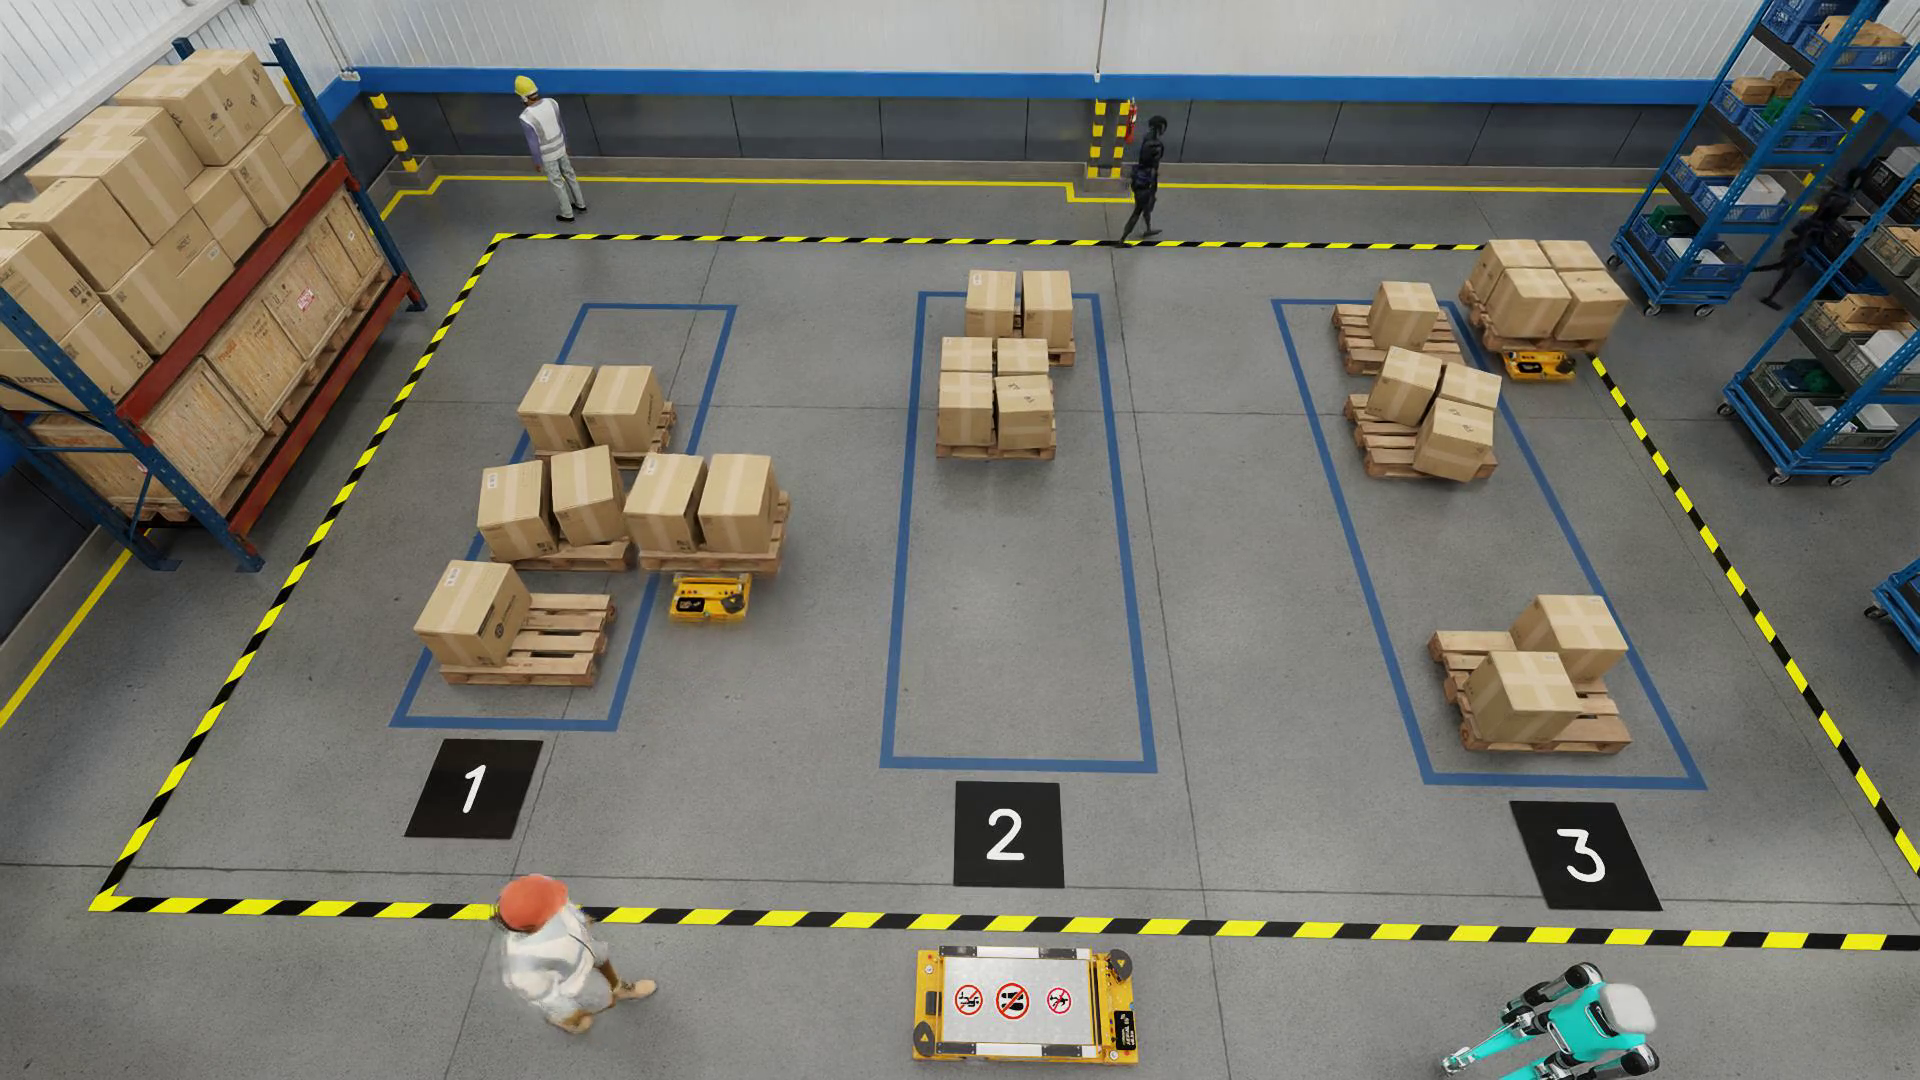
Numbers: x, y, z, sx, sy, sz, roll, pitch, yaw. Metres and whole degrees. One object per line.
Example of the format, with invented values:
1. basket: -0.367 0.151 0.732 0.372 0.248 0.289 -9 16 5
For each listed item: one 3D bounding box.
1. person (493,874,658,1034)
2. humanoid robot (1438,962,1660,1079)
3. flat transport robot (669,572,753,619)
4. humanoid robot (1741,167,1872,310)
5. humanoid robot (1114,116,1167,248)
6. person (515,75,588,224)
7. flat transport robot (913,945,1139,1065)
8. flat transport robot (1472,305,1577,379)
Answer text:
1. person: -2.319 2.457 5.358 0.624 2.025 0.638 -9 51 -7
2. humanoid robot: 3.108 2.871 5.111 0.735 1.677 0.533 -12 52 -10
3. flat transport robot: -2.193 0.077 8.405 0.652 0.197 1.431 1 51 1
4. humanoid robot: 9.610 -3.484 10.447 0.607 1.654 0.691 -22 54 -17
5. humanoid robot: 2.288 -4.323 11.110 0.690 1.633 0.599 -8 51 -6
6. person: -5.119 -4.855 11.434 0.404 1.833 0.588 19 53 15
7. flat transport robot: 0.422 3.041 6.007 1.431 0.231 0.659 1 51 1
8. flat transport robot: 6.375 -2.371 10.400 0.652 0.197 1.431 1 51 1
